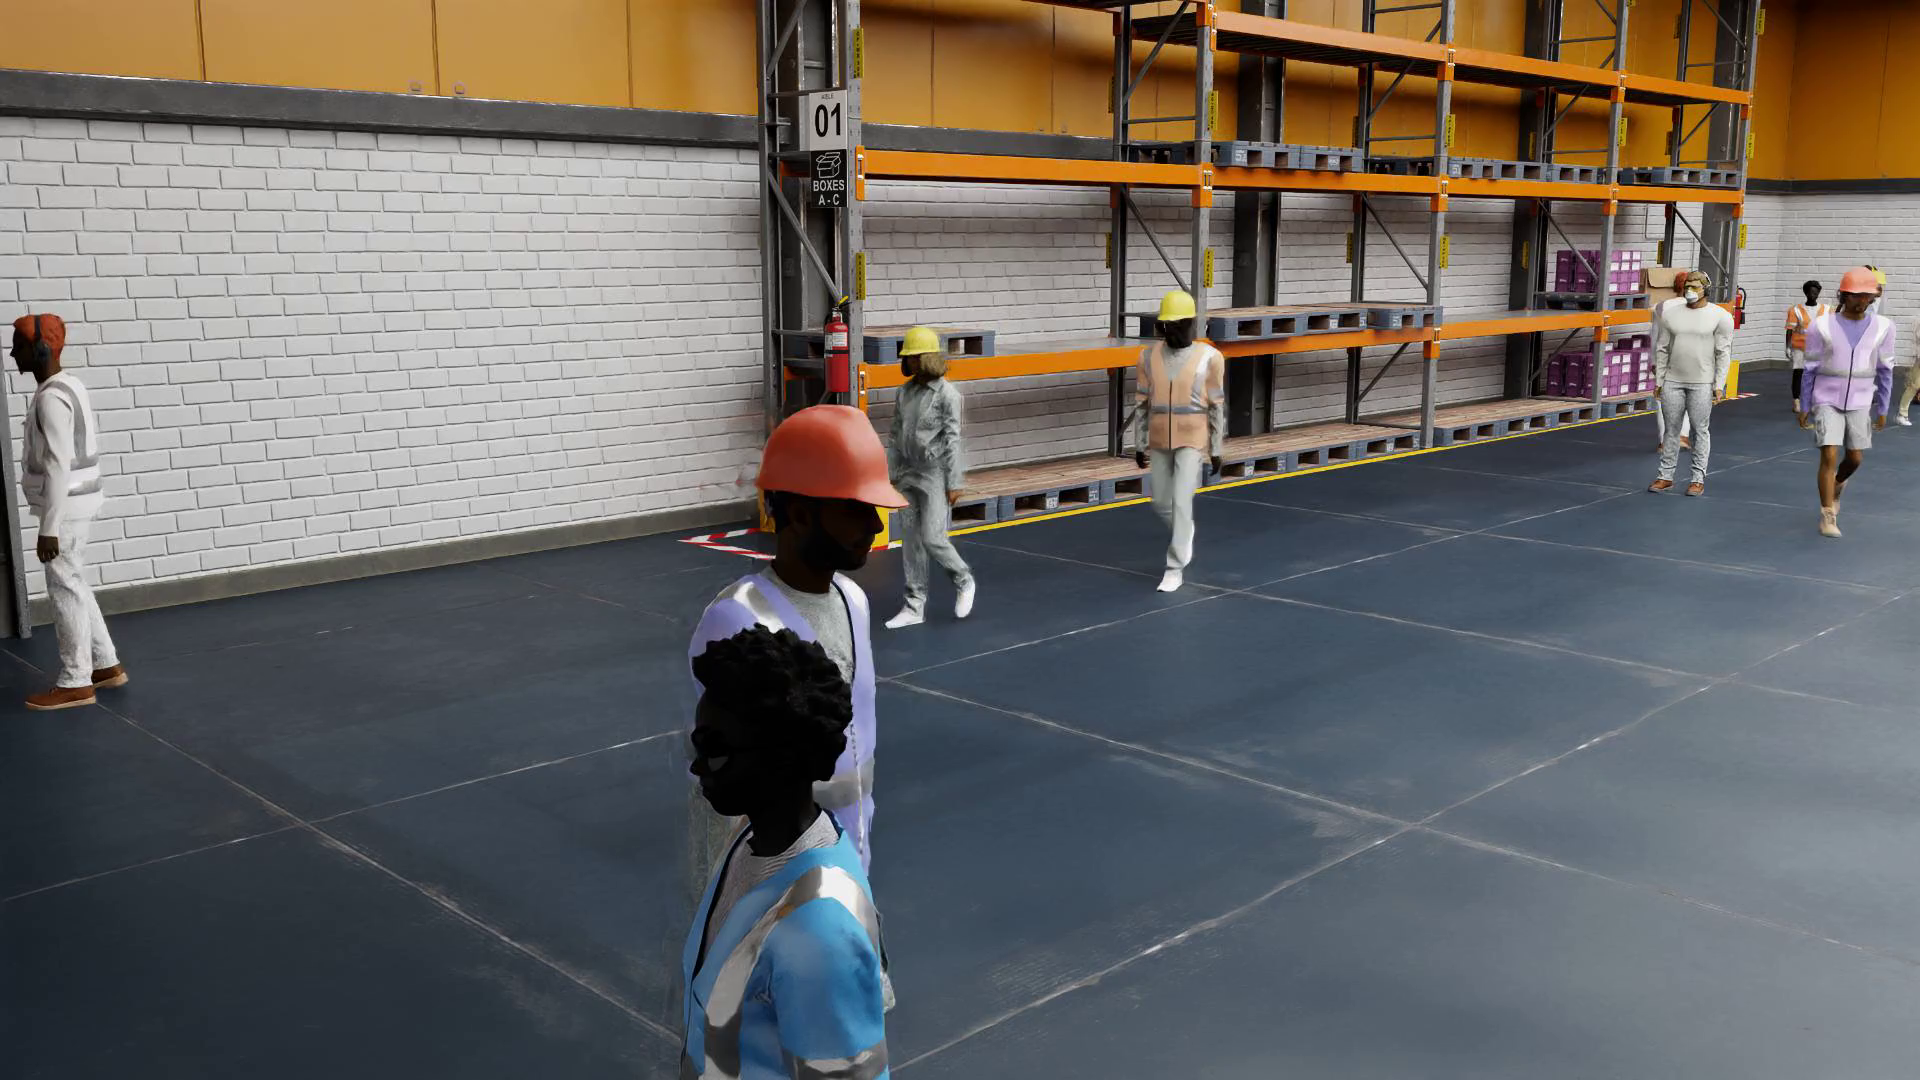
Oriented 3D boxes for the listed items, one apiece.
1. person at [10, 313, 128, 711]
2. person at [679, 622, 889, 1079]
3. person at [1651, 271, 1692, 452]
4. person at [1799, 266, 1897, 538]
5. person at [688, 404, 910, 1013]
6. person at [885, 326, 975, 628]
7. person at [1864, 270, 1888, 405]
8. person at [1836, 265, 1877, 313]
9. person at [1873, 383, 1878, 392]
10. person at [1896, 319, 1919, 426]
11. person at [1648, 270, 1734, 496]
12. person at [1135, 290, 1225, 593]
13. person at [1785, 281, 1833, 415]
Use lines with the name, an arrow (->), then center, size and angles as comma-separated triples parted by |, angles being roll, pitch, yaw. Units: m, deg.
person -> -4.288, -0.135, 7.920 | 0.377, 1.882, 0.600 | -4, 11, -21
person -> -0.259, 0.956, 2.471 | 0.315, 1.696, 0.541 | -3, 11, -16
person -> 7.446, -1.844, 17.257 | 0.592, 1.867, 0.491 | 9, 14, 40
person -> 6.671, -1.055, 12.580 | 0.615, 2.022, 0.791 | 3, 11, 16
person -> -0.371, 0.677, 3.370 | 0.601, 1.922, 0.556 | 5, 12, 26
person -> -0.196, -0.355, 9.521 | 0.490, 1.733, 0.504 | -10, 14, -43
person -> 11.980, -2.704, 22.202 | 0.608, 1.795, 0.750 | -2, 11, -12
person -> 12.592, -2.942, 23.388 | 0.744, 1.820, 0.532 | -5, 11, -25
person -> 12.634, -2.796, 23.224 | 0.859, 1.588, 0.504 | -2, 11, -12
person -> 11.328, -2.086, 19.369 | 0.518, 1.583, 0.896 | -2, 11, -9
person -> 6.313, -1.351, 14.390 | 0.627, 1.940, 0.371 | 10, 14, 43
person -> 1.421, -0.654, 10.699 | 0.594, 1.905, 0.773 | 6, 12, 28
person -> 10.595, -2.392, 20.772 | 0.551, 1.666, 0.719 | 3, 11, 16
